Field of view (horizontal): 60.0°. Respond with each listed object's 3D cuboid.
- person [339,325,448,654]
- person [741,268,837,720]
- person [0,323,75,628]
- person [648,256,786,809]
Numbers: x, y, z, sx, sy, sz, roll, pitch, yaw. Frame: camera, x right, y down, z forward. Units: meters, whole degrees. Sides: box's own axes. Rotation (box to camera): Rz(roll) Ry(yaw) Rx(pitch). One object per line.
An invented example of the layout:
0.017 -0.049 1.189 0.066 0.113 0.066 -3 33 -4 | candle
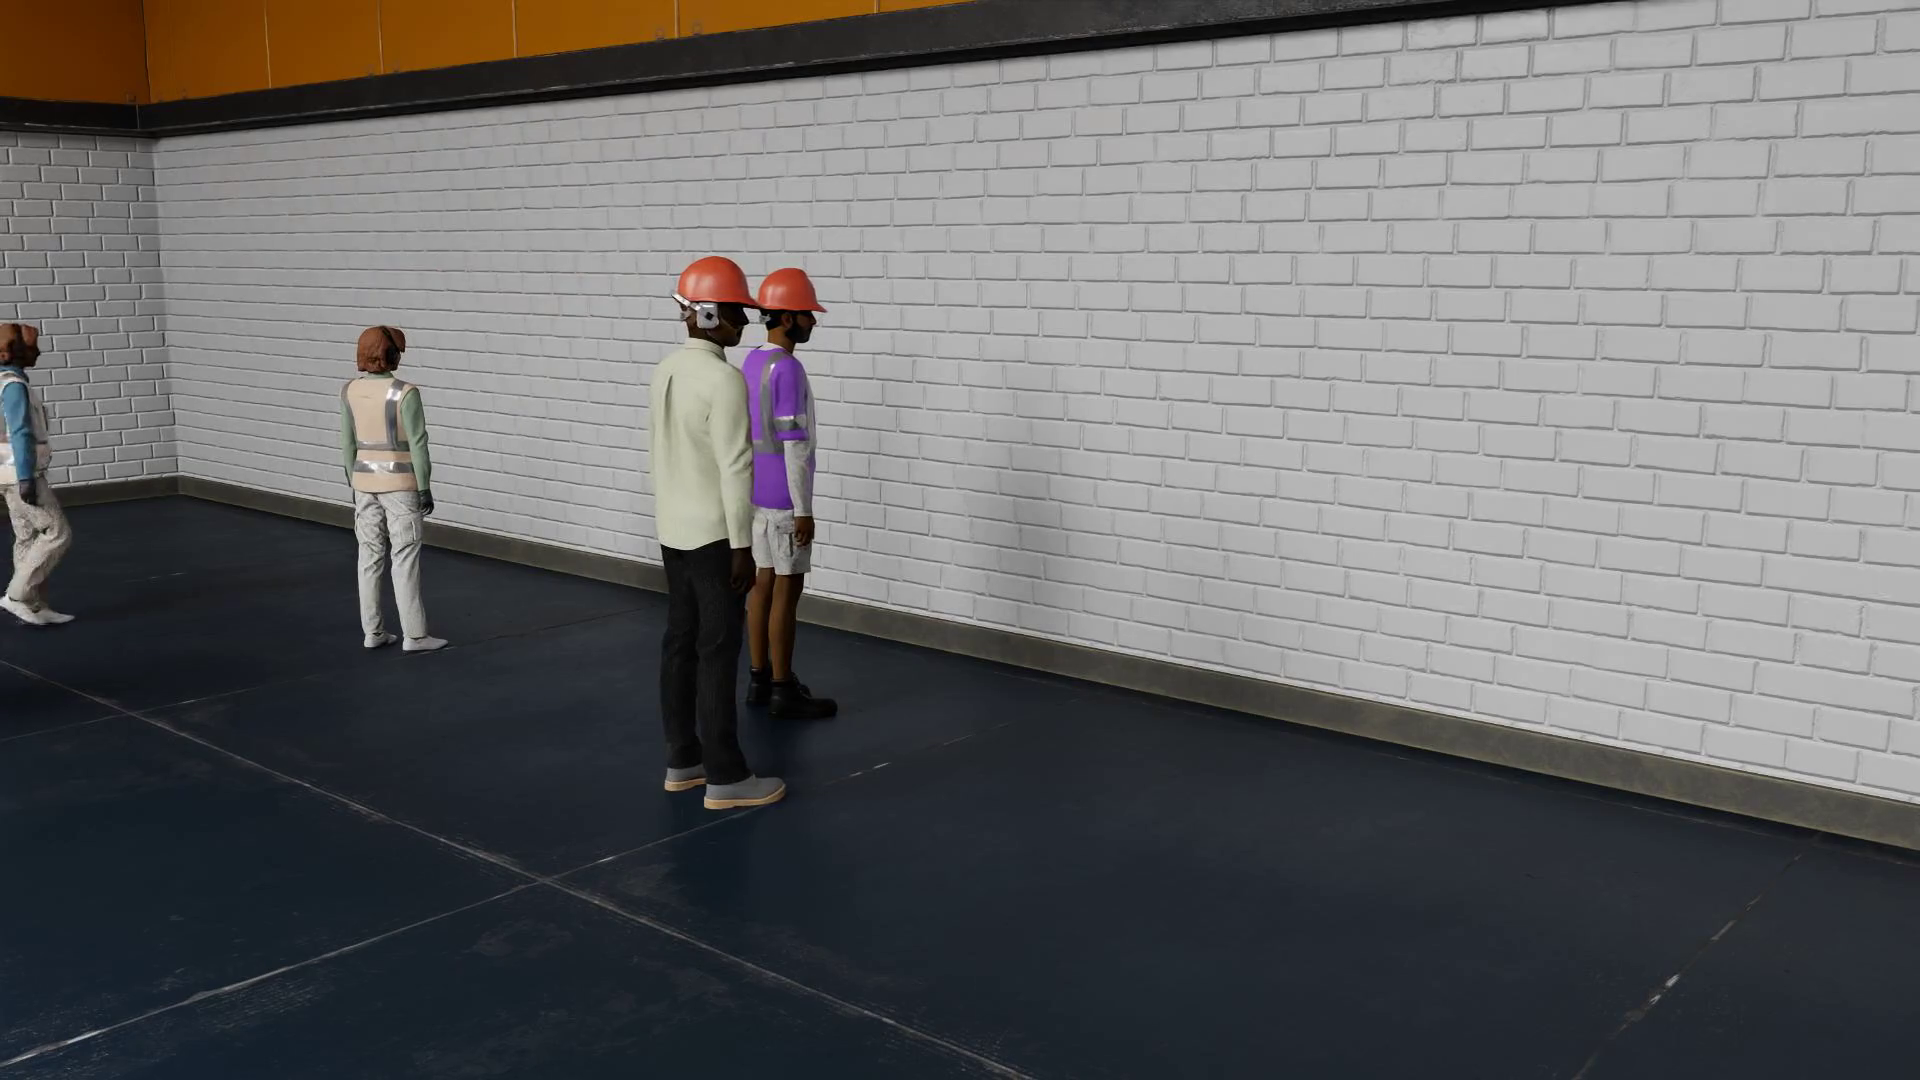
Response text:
-2.856 -0.245 8.316 0.514 1.642 0.310 4 11 22 | person
-0.745 -0.197 7.197 0.370 1.935 0.552 -5 11 -26 | person
-4.929 -0.328 8.791 0.357 1.625 0.546 -7 12 -33 | person
-0.910 -0.027 6.072 0.392 1.991 0.612 -7 12 -36 | person
